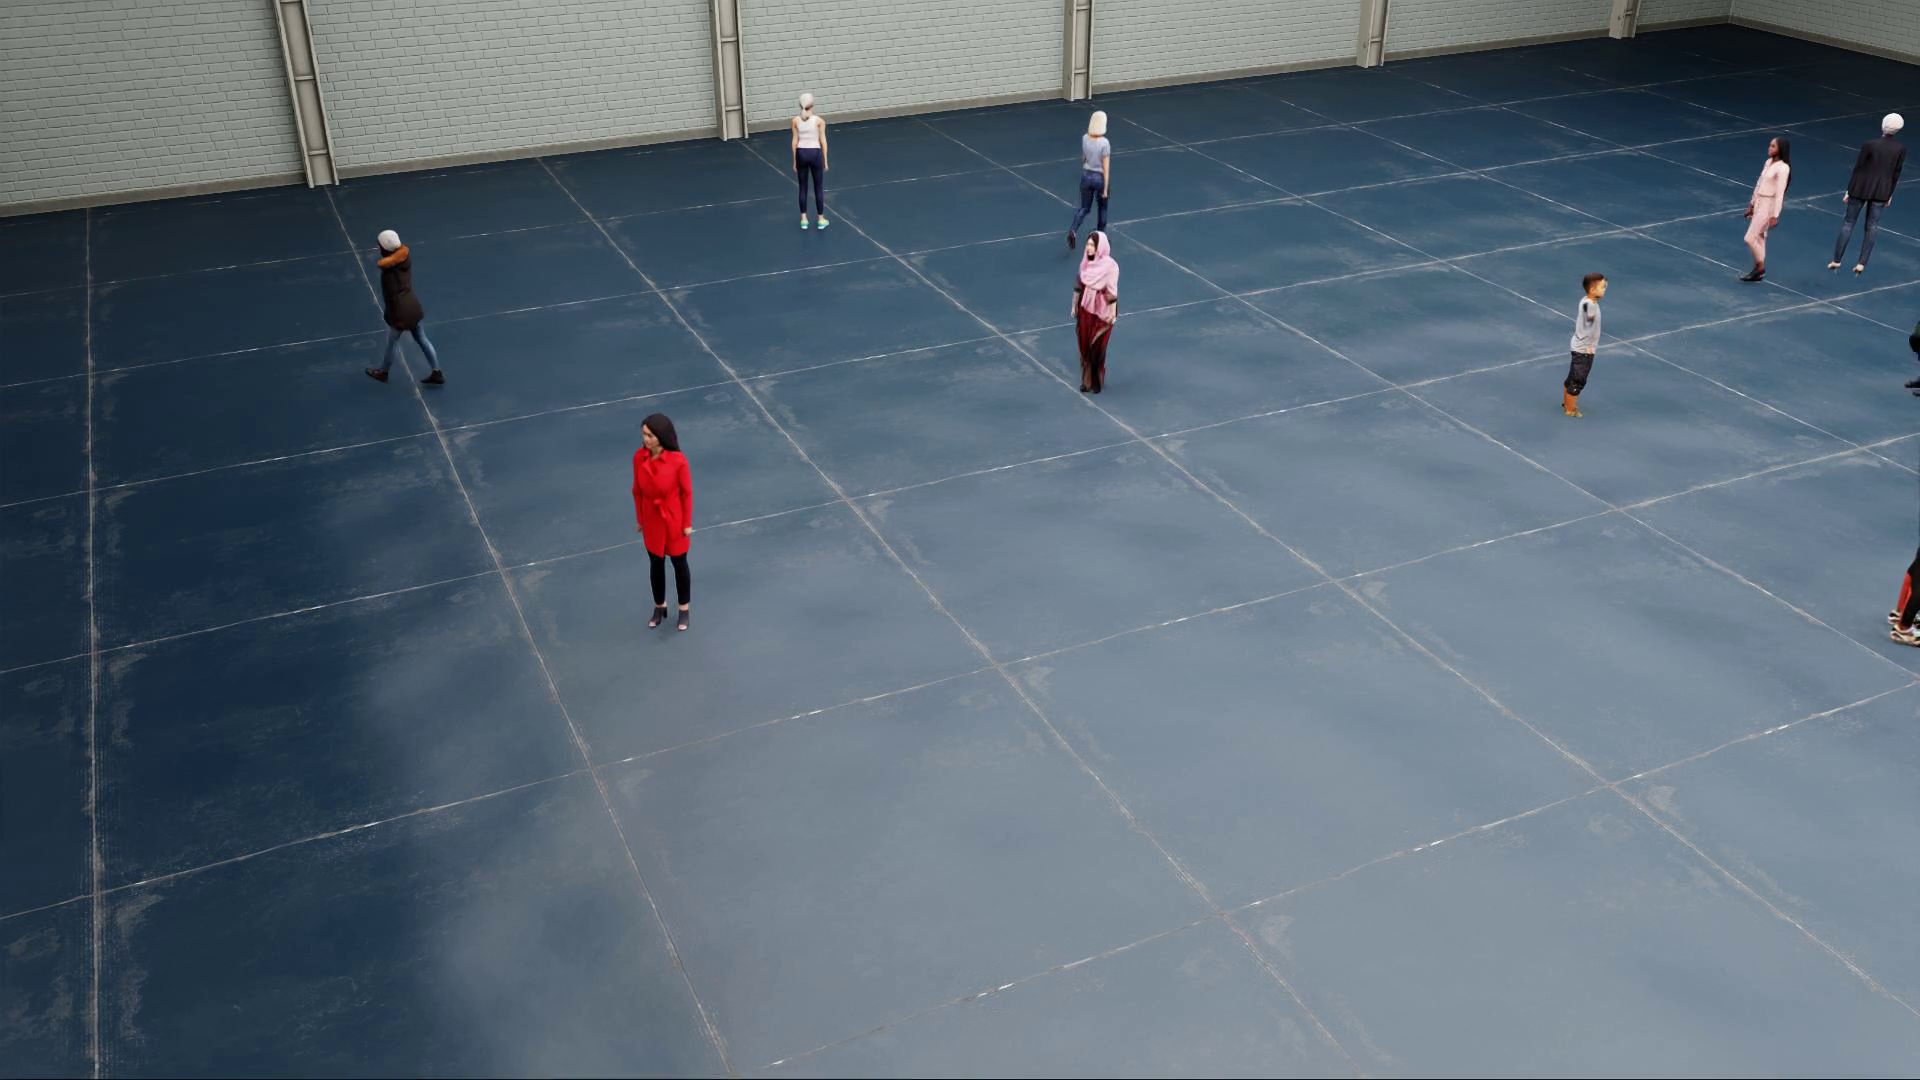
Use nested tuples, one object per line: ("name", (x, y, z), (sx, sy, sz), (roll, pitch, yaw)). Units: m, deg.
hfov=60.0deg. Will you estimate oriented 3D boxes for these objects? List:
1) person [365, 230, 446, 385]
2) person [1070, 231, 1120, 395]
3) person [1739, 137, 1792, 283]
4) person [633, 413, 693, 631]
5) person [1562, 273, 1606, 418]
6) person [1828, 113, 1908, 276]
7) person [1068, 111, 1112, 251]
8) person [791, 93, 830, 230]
("person", (-5.430, -2.250, 16.437), (1.141, 1.594, 1.010), (5, 28, 9))
("person", (1.394, -2.278, 16.459), (0.800, 1.623, 0.750), (-25, 37, -38))
("person", (9.399, -3.797, 19.217), (0.756, 1.712, 0.747), (1, 28, 2))
("person", (-2.183, -0.134, 12.300), (0.727, 1.748, 0.797), (7, 29, 13))
("person", (5.993, -1.919, 15.961), (0.680, 1.456, 0.642), (6, 29, 12))
("person", (9.723, -3.728, 17.855), (0.810, 1.781, 0.793), (7, 29, 12))
("person", (1.586, -4.345, 20.254), (0.857, 1.704, 1.064), (21, 35, 34))
("person", (-1.917, -4.816, 21.142), (0.637, 1.701, 0.747), (2, 28, 4))
